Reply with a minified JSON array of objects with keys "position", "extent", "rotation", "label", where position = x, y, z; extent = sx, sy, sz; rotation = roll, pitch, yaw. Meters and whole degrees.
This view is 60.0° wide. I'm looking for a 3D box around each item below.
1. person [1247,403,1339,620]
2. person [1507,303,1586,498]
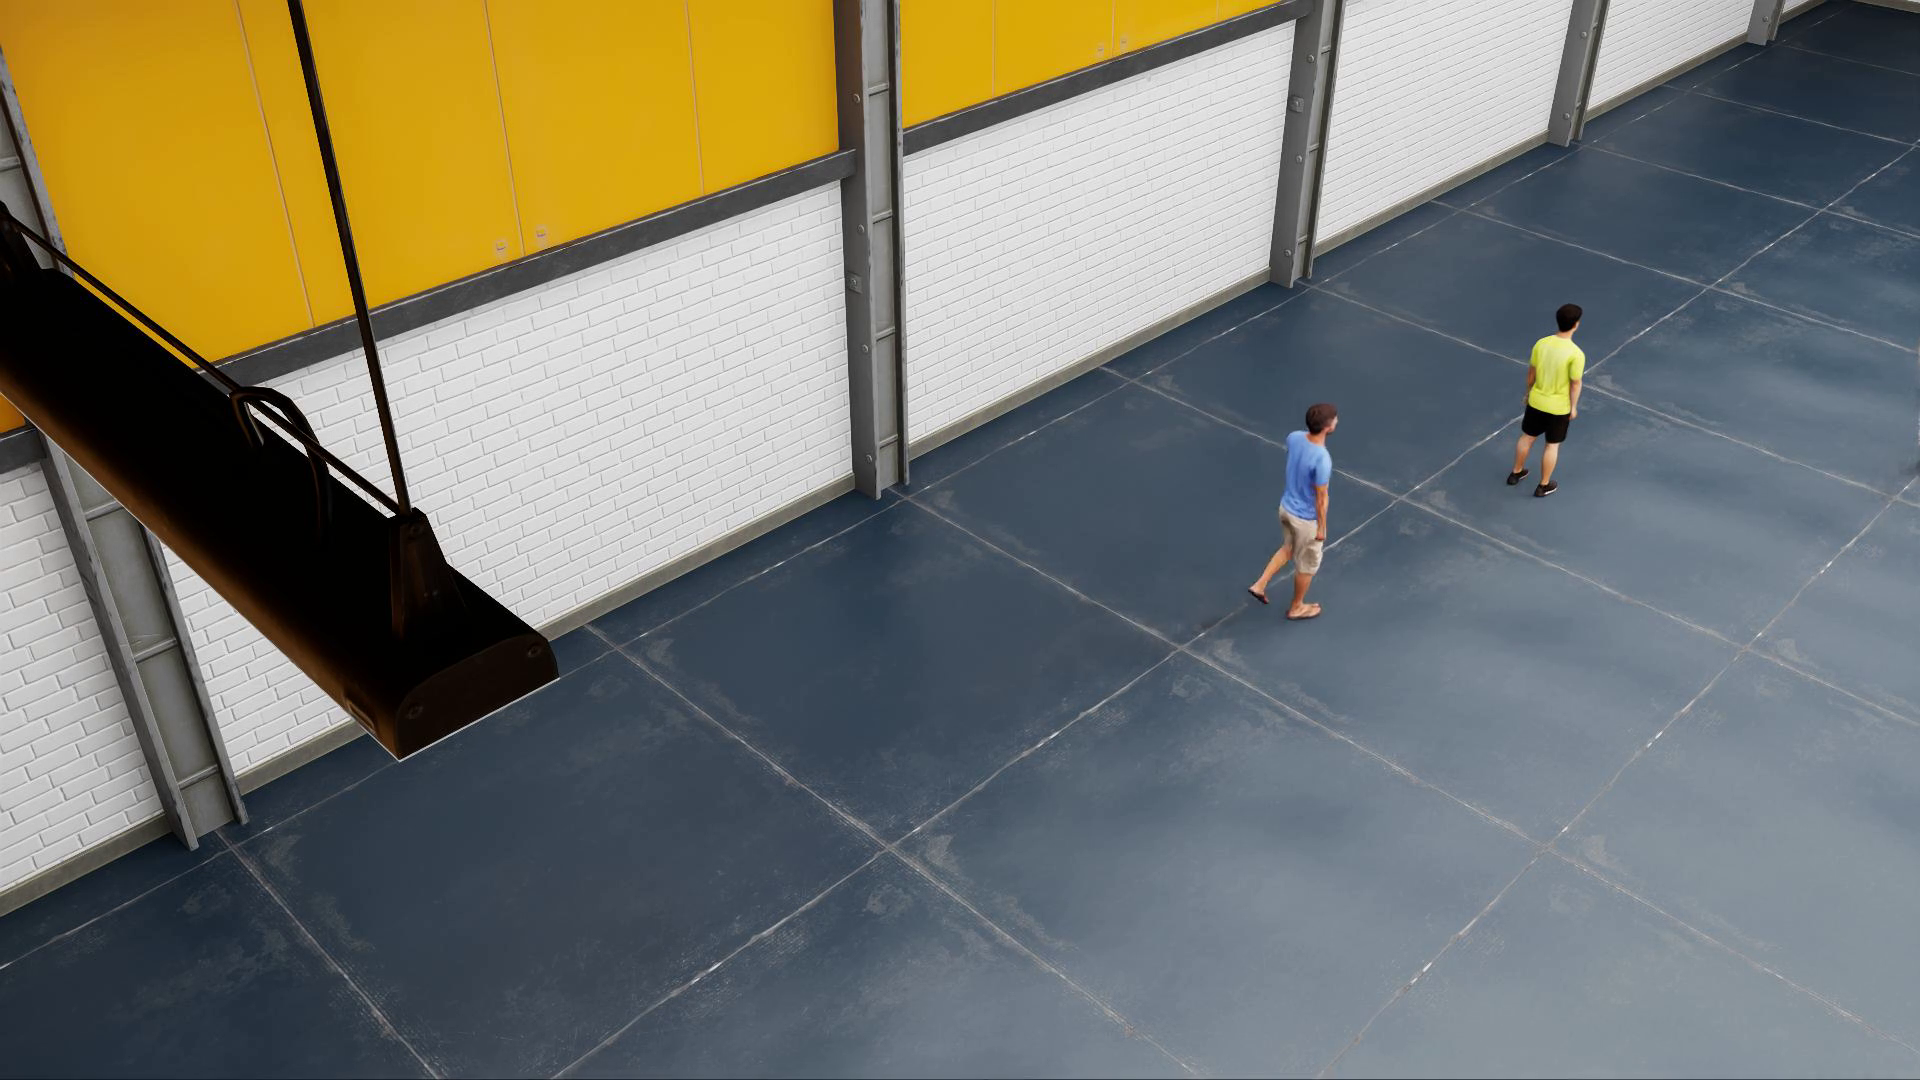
[{"position":[2.468,-0.184,12.326],"extent":[0.944,1.848,0.830],"rotation":[-13,36,-19],"label":"person"},{"position":[4.953,-1.174,13.948],"extent":[0.533,1.702,0.626],"rotation":[-26,41,-33],"label":"person"}]
